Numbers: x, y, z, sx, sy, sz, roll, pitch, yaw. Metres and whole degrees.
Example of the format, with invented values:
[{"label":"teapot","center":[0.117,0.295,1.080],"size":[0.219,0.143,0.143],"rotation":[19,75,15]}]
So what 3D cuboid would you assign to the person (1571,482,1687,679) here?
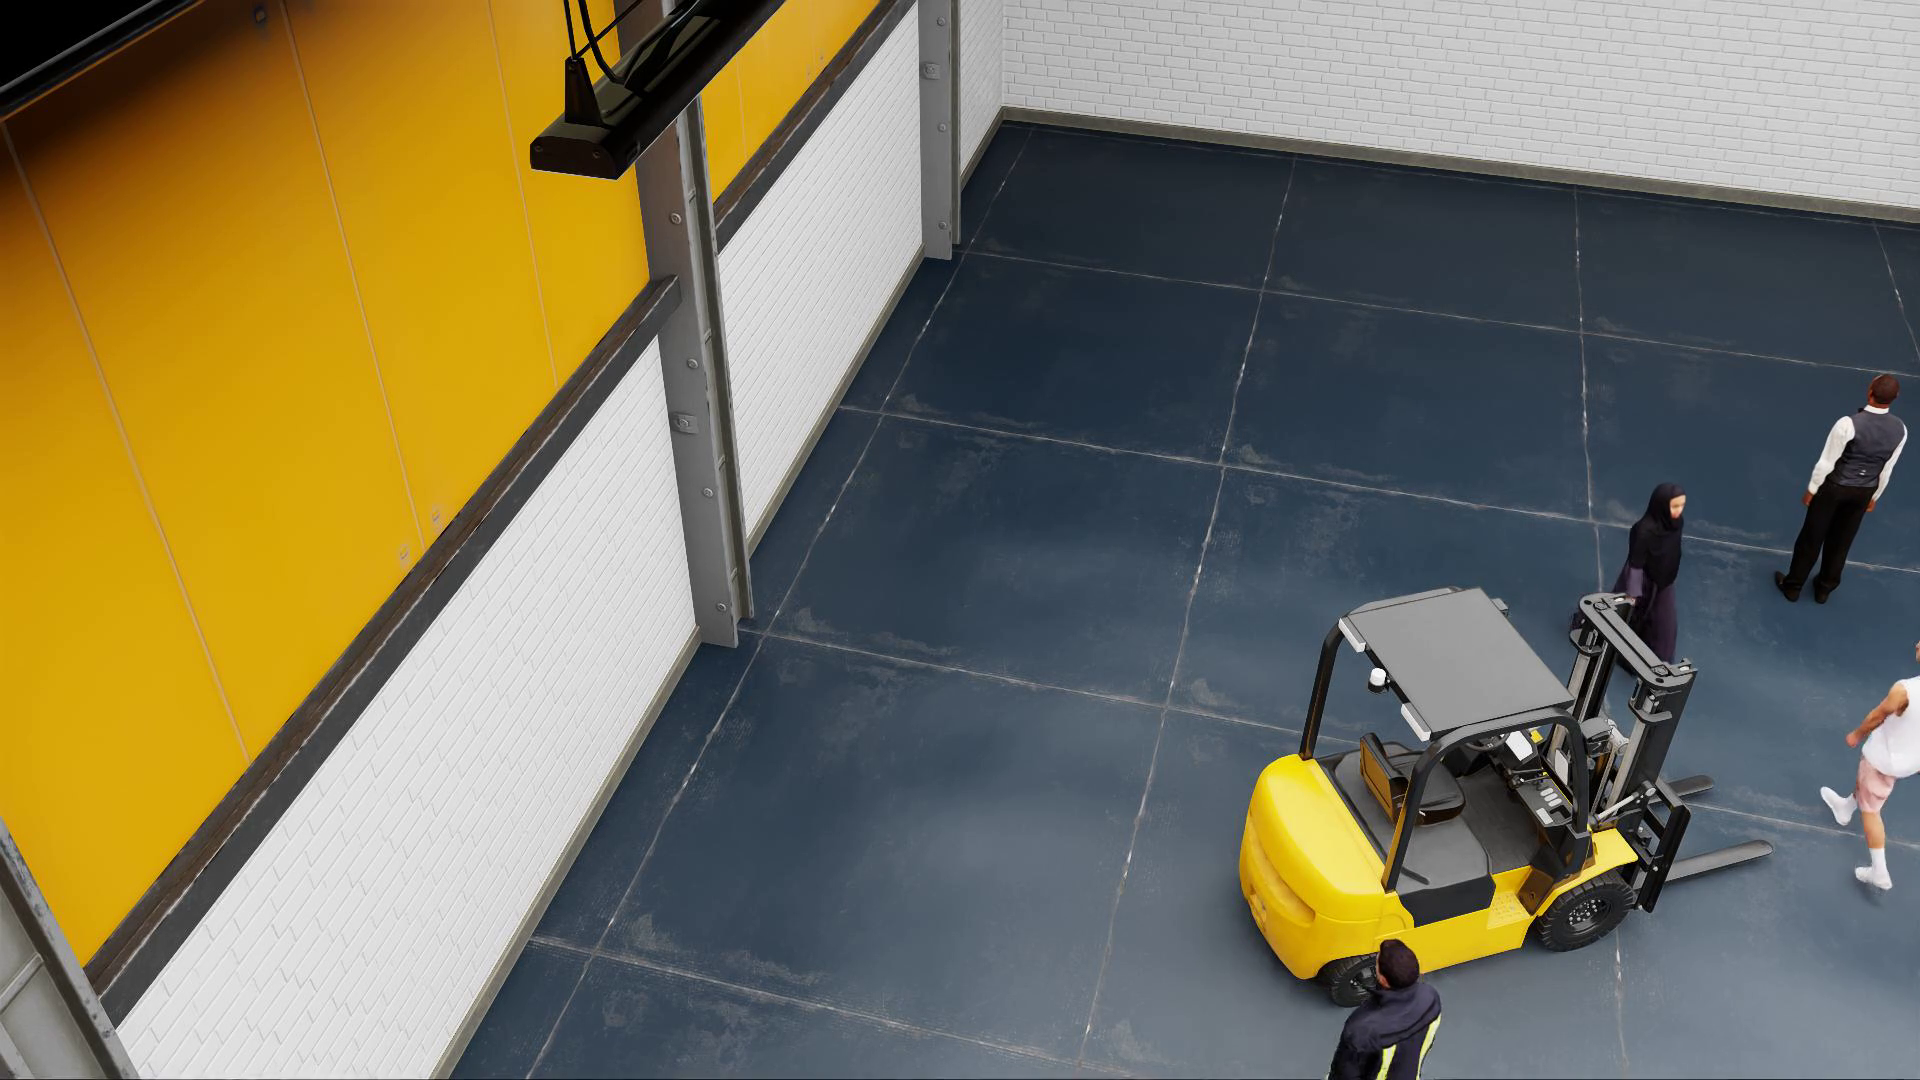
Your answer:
[{"label":"person","center":[4.742,0.242,11.626],"size":[1.015,1.611,1.141],"rotation":[-14,41,-17]}]

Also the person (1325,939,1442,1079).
[{"label":"person","center":[2.127,2.729,8.275],"size":[1.169,1.908,1.227],"rotation":[-21,43,-24]}]

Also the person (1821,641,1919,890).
[{"label":"person","center":[5.719,1.365,10.116],"size":[0.945,1.743,1.215],"rotation":[-7,39,-8]}]

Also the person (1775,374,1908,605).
[{"label":"person","center":[6.456,-0.359,12.135],"size":[0.724,1.916,0.640],"rotation":[3,39,3]}]
